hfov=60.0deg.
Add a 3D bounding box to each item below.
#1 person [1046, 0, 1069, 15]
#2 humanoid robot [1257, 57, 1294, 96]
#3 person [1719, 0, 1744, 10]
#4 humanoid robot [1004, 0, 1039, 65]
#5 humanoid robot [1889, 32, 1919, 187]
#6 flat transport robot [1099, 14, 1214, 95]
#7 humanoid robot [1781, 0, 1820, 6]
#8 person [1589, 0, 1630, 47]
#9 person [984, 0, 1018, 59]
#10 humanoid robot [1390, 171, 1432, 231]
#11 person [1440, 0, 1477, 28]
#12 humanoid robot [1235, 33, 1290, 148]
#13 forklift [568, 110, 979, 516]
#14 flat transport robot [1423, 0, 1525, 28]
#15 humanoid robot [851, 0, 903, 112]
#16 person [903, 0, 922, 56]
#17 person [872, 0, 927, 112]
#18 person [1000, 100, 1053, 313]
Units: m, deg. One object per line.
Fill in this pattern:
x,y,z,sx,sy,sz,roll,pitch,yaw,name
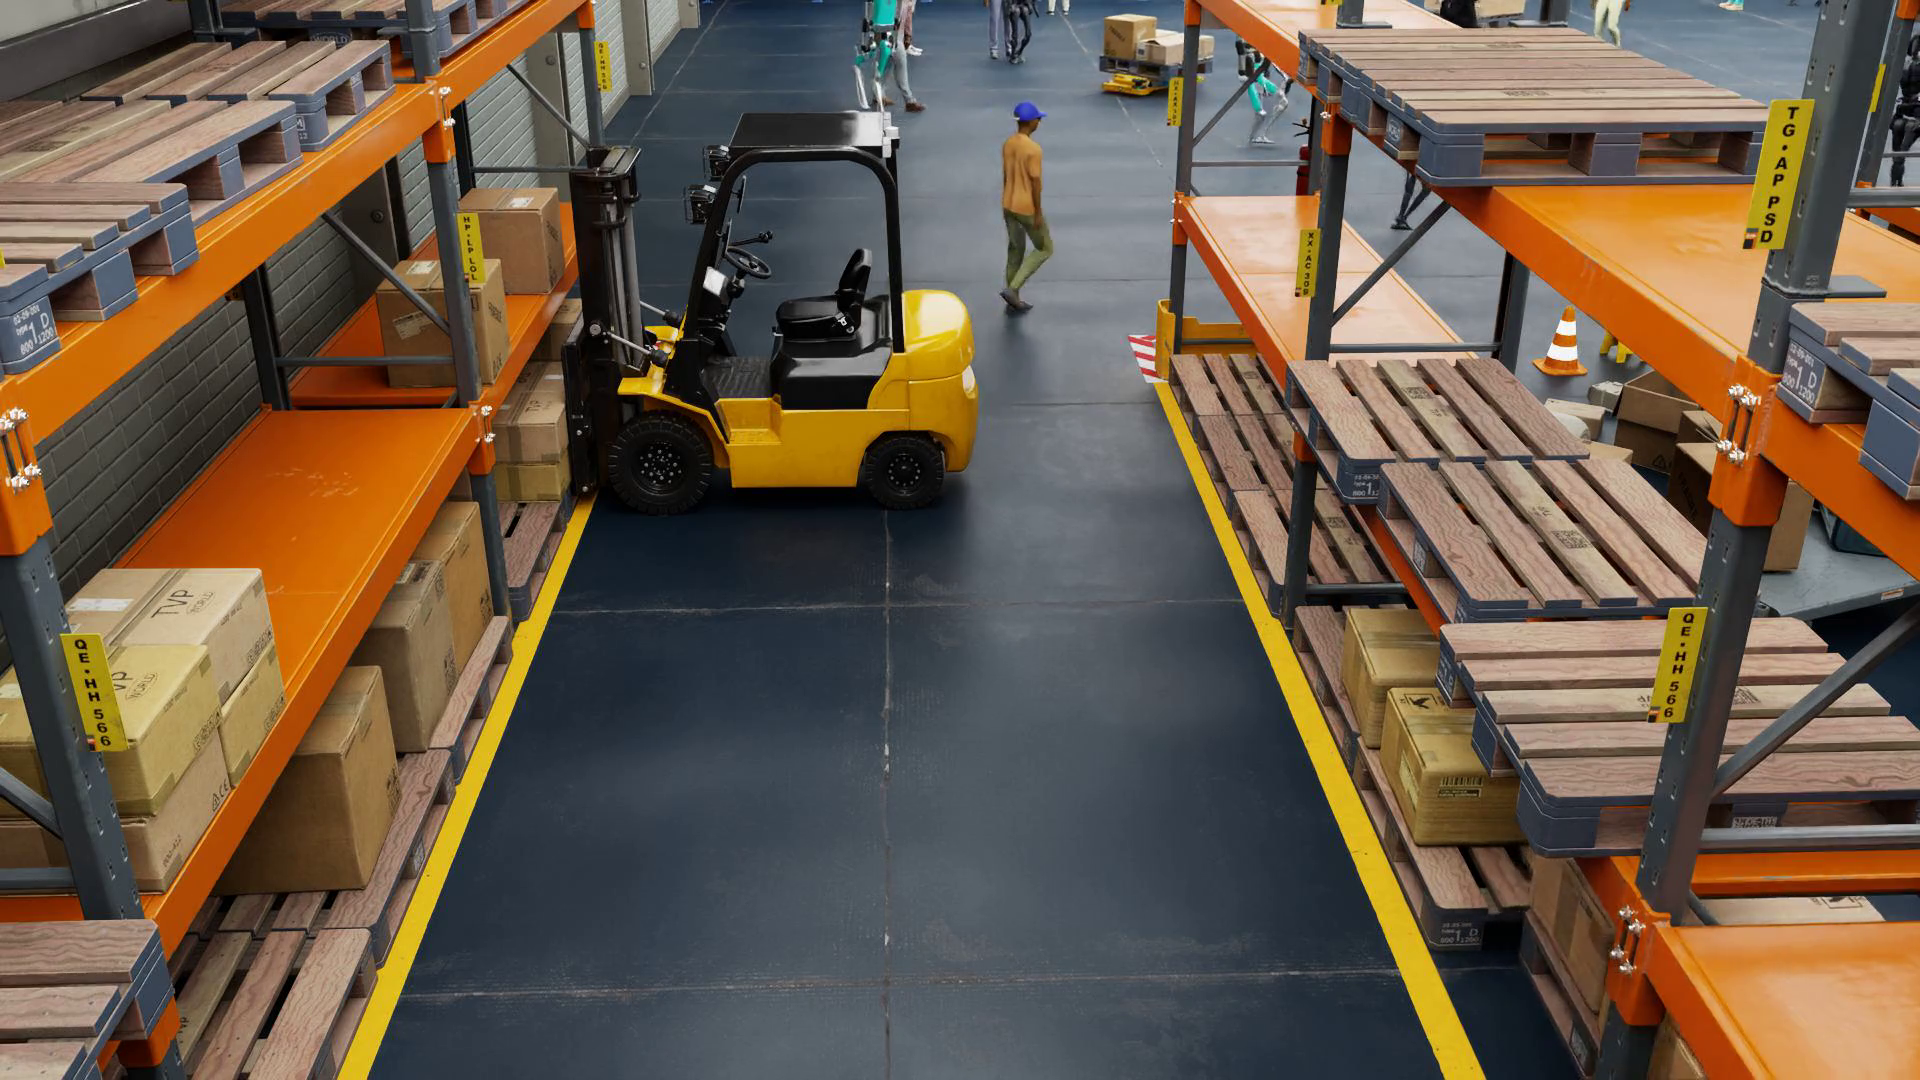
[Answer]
1.700,-9.985,28.709,0.574,1.747,0.335,-3,25,-7,person
4.164,-6.633,21.714,0.610,1.641,0.457,-17,30,-31,humanoid robot
13.764,-10.314,29.218,0.363,1.915,0.500,2,25,4,person
0.849,-7.757,24.079,0.588,1.644,0.404,-18,31,-34,humanoid robot
9.453,-4.224,16.608,0.520,1.637,0.611,-8,27,-17,humanoid robot
2.622,-6.237,22.511,0.659,0.231,1.431,22,33,39,flat transport robot
15.120,-10.335,29.559,0.621,1.643,0.602,23,34,40,humanoid robot
9.320,-7.734,23.798,0.511,1.876,0.452,23,34,39,person
0.600,-8.043,24.512,0.565,1.833,0.392,-8,27,-17,person
4.271,-3.694,15.482,0.333,1.648,0.598,5,26,10,humanoid robot
6.377,-6.567,21.442,0.954,1.783,0.568,-8,26,-17,person
3.449,-5.293,18.895,0.811,1.853,0.548,15,29,28,humanoid robot
-1.043,-1.379,9.976,2.313,2.155,1.214,-1,25,-2,forklift
8.134,-8.082,26.419,1.431,0.231,0.659,-16,30,-30,flat transport robot
-1.085,-6.123,20.650,0.556,1.853,0.780,-17,30,-32,humanoid robot
-0.750,-8.219,24.801,0.382,1.900,0.545,2,25,5,person
-0.764,-6.339,20.847,0.952,1.877,0.701,12,28,24,person
0.521,-2.604,13.134,0.398,1.702,0.479,-17,30,-32,person
